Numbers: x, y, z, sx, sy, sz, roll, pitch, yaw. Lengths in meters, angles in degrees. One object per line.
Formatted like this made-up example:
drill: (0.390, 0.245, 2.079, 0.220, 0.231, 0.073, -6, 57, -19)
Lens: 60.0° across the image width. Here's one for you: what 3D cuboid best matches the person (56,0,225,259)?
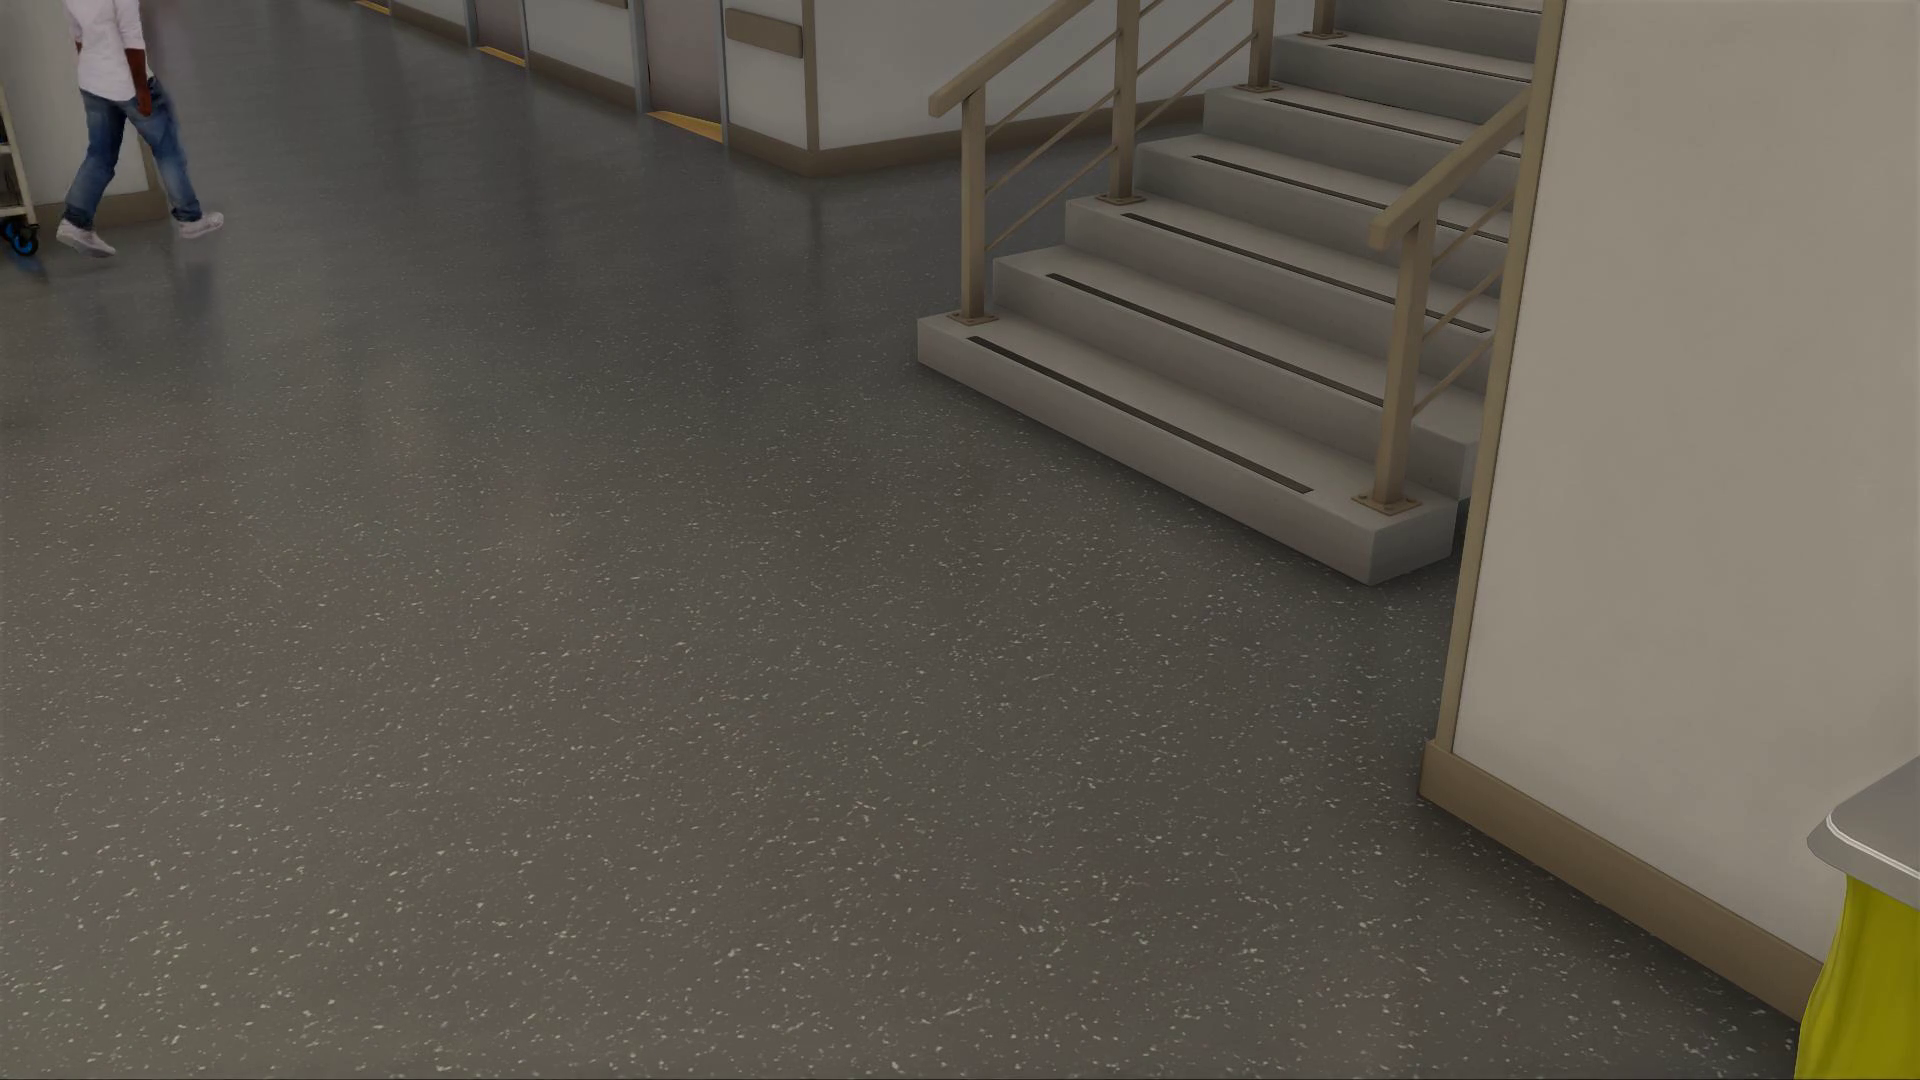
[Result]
person: (-4.326, -2.298, 8.377, 1.078, 1.765, 1.271, 10, 28, 20)
